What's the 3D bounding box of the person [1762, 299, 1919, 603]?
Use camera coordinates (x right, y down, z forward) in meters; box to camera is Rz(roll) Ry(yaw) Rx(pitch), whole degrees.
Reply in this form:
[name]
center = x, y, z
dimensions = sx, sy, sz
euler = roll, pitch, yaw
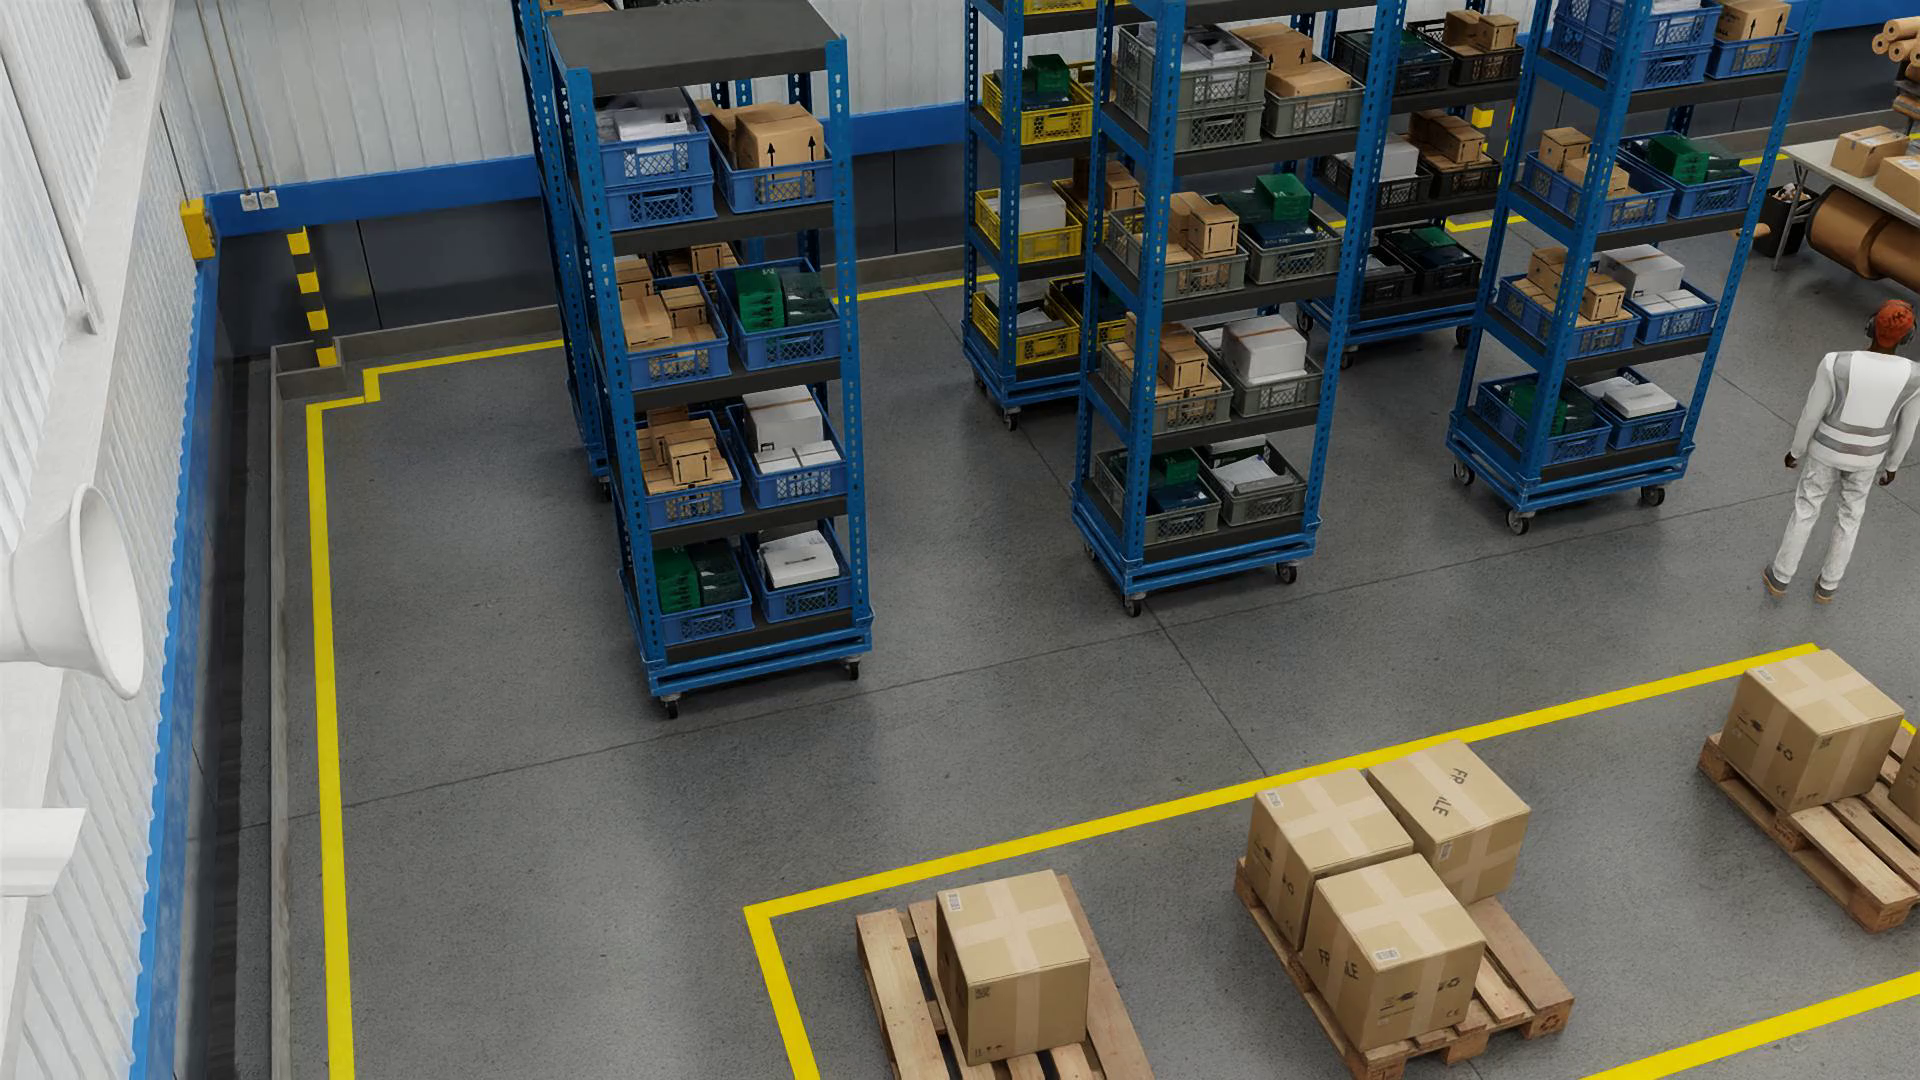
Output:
[person]
center = 4.968, -0.478, 9.334
dimensions = 0.584, 1.879, 0.341
euler = 11, 37, 15
